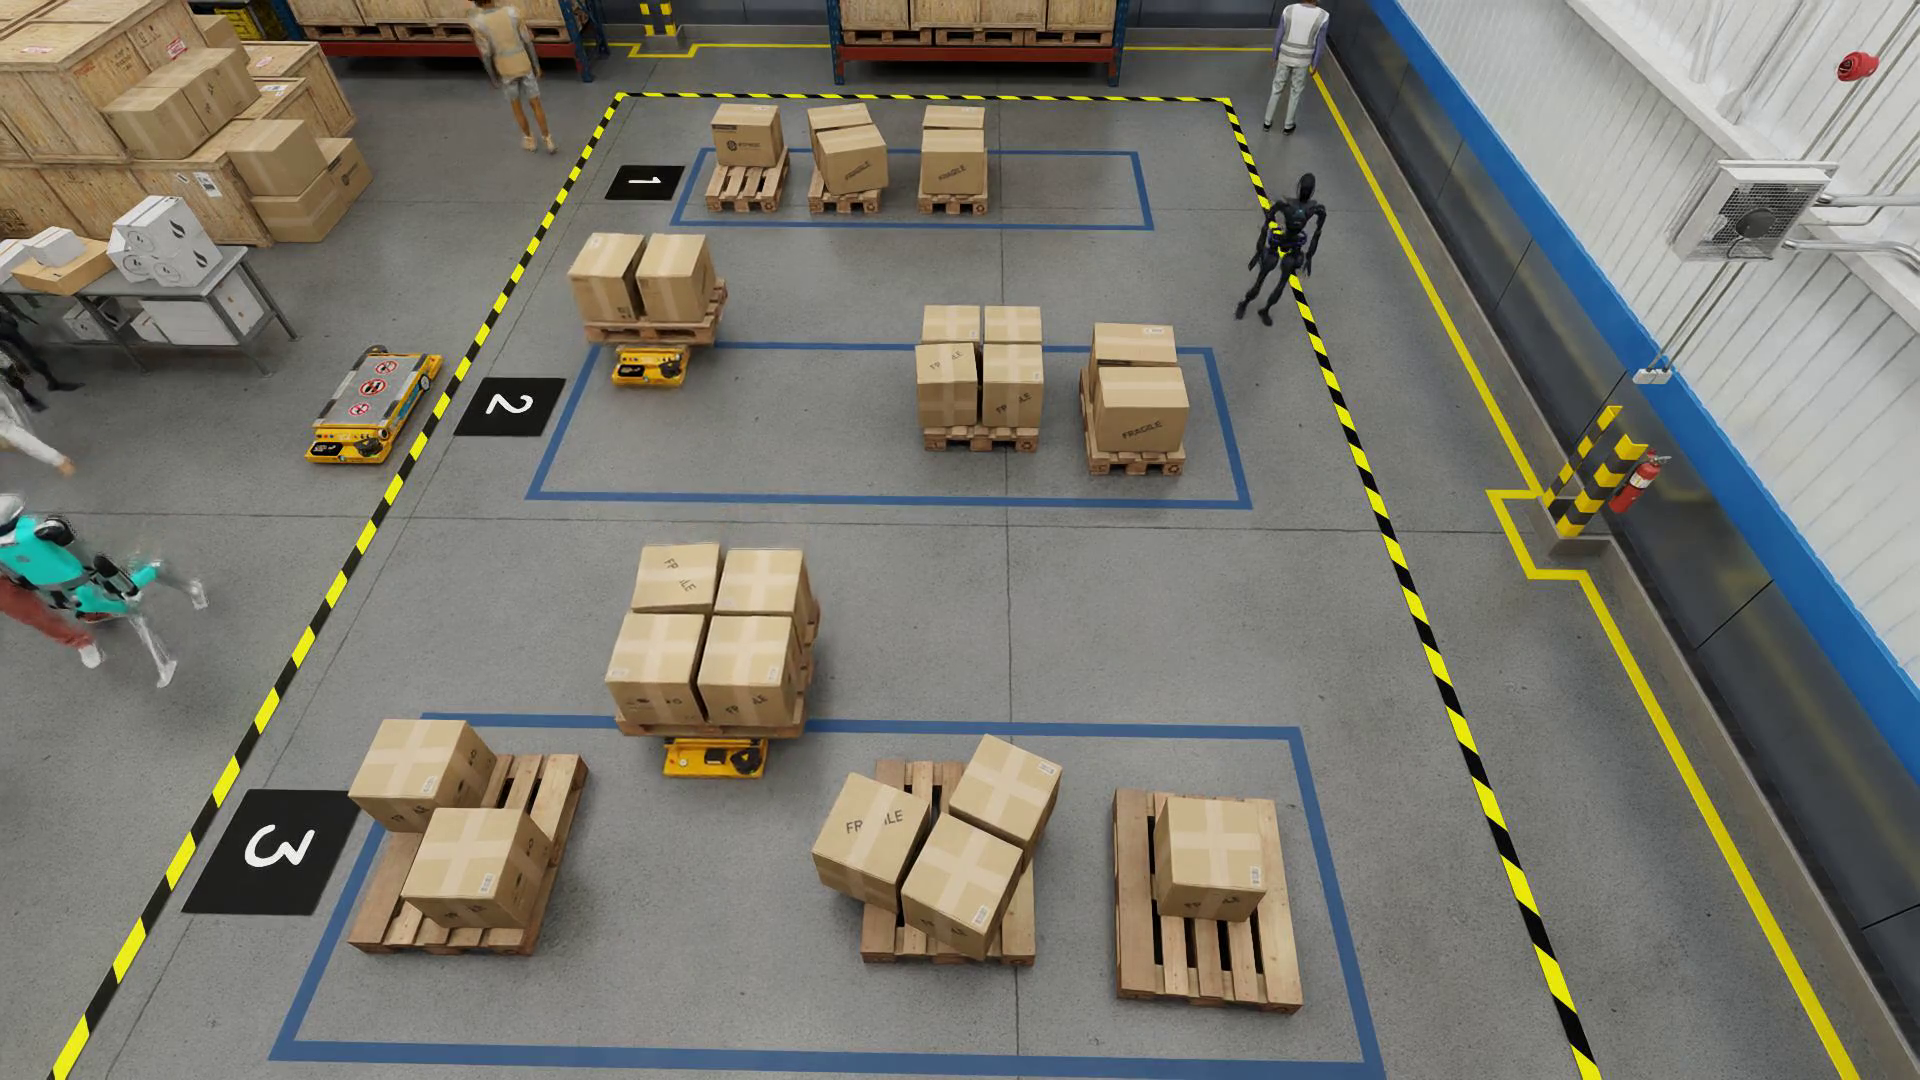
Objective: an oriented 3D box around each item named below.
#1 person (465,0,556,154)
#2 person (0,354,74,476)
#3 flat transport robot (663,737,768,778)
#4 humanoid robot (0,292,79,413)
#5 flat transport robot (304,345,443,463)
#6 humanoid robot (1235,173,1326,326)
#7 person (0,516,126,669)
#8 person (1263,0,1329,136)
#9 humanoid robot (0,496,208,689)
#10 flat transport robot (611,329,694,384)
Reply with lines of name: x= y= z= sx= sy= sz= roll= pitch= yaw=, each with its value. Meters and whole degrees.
person: x=-5.359 y=-5.625 z=11.007 sx=0.636 sy=2.025 sz=0.409 roll=-29 pitch=56 yaw=-22
person: x=-8.149 y=-1.251 z=7.433 sx=0.881 sy=1.783 sz=0.694 roll=13 pitch=51 yaw=11
flat transport robot: x=-1.635 y=0.989 z=6.512 sx=0.652 sy=0.197 sz=1.431 roll=1 pitch=50 yaw=1
humanoid robot: x=-8.571 y=-1.888 z=8.043 sx=0.370 sy=1.663 sz=0.588 roll=13 pitch=51 yaw=10
flat transport robot: x=-5.383 y=-1.269 z=8.441 sx=0.659 sy=0.231 sz=1.431 roll=1 pitch=50 yaw=1
humanoid robot: x=3.110 y=-2.773 z=8.800 sx=0.590 sy=1.641 sz=0.412 roll=6 pitch=50 yaw=5
person: x=-6.451 y=0.175 z=6.170 sx=0.476 sy=1.880 sz=0.709 roll=22 pitch=53 yaw=18
person: x=4.190 y=-6.014 z=11.432 sx=0.598 sy=1.827 sz=0.404 roll=21 pitch=53 yaw=17
humanoid robot: x=-5.861 y=0.148 z=6.291 sx=0.531 sy=1.771 sz=0.972 roll=-11 pitch=51 yaw=-9
flat transport robot: x=-2.963 y=-2.087 z=9.115 sx=0.652 sy=0.197 sz=1.431 roll=1 pitch=50 yaw=1
